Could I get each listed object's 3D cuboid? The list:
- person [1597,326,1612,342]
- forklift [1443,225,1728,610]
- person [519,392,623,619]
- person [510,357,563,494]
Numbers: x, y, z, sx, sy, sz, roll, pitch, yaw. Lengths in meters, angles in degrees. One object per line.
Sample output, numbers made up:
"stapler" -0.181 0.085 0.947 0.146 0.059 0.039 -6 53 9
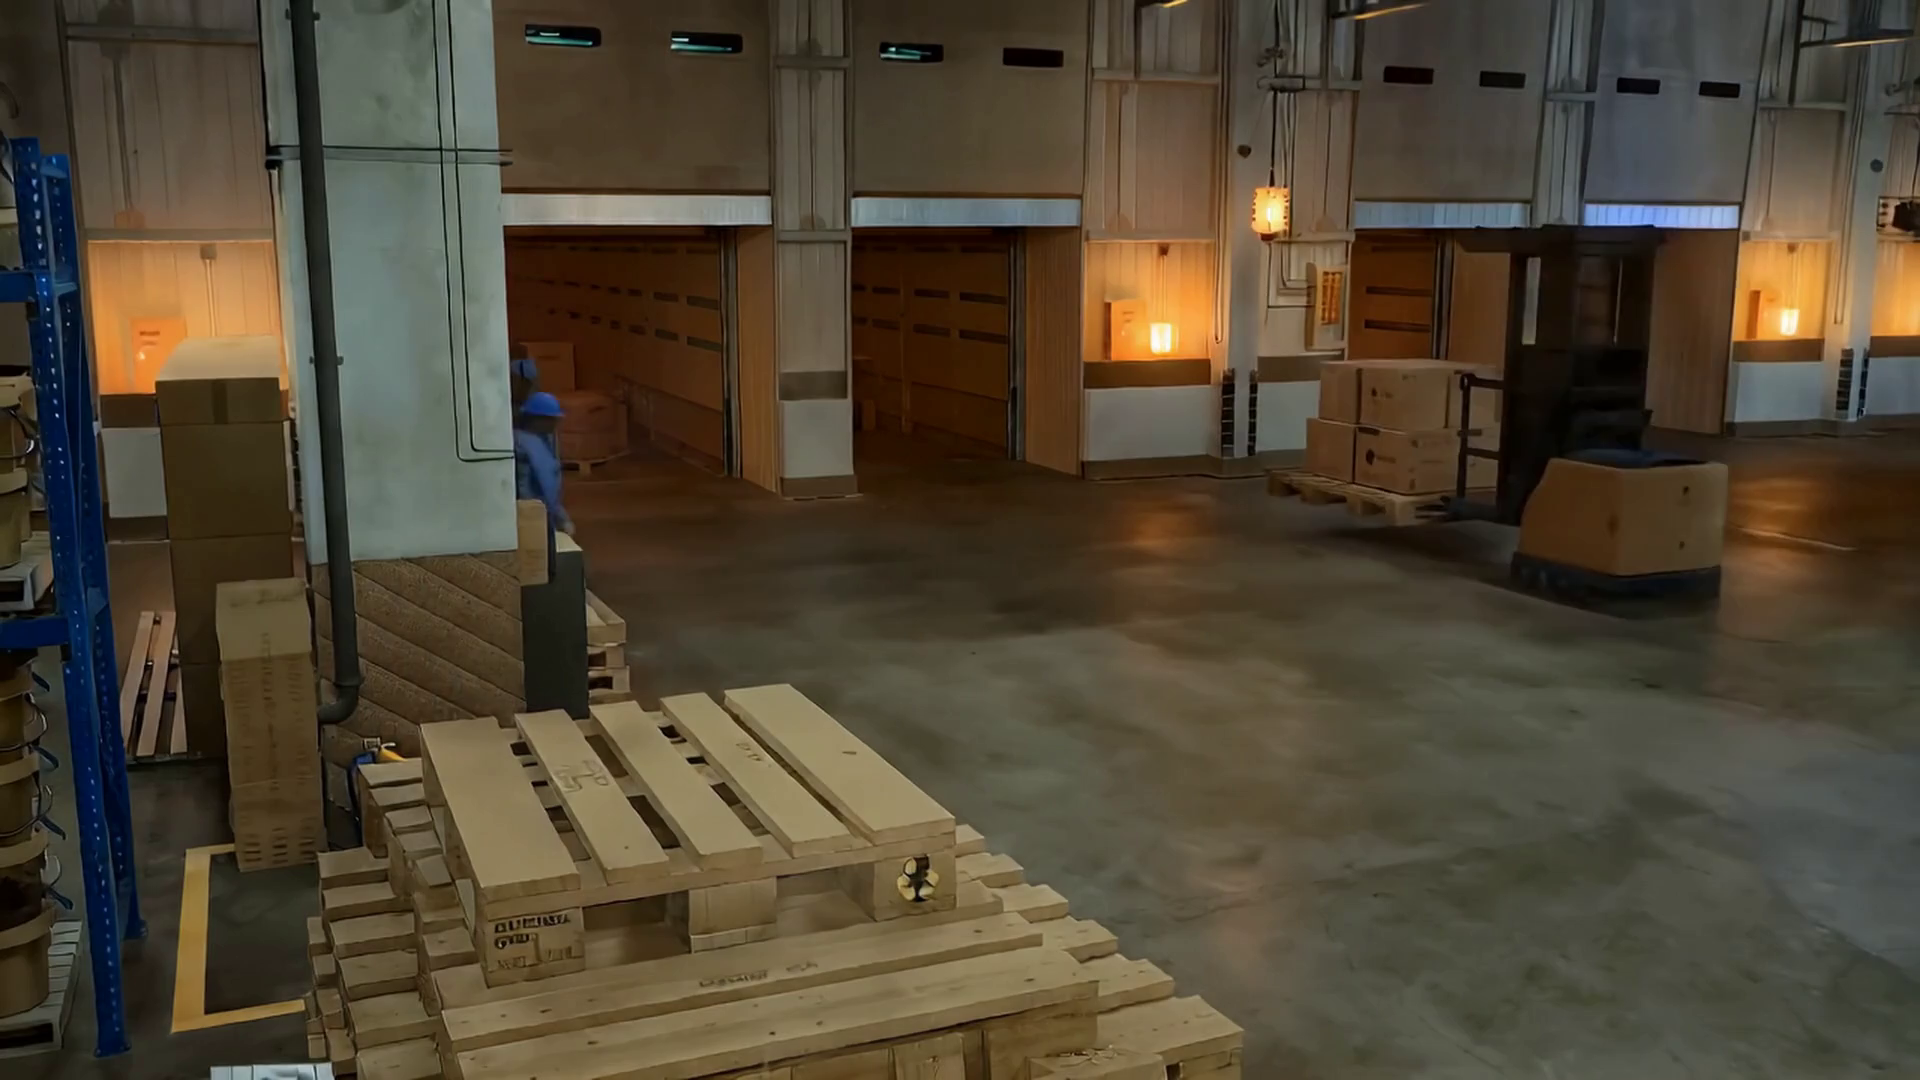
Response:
"person" 8.149 -1.877 20.991 0.369 1.627 0.522 -5 12 -28
"forklift" 4.841 -1.011 12.756 1.129 2.768 1.873 -4 11 -23
"person" -2.789 -0.146 11.256 0.871 1.694 0.493 -1 10 -6
"person" -3.049 -0.372 11.980 0.362 1.886 0.575 -3 11 -15
